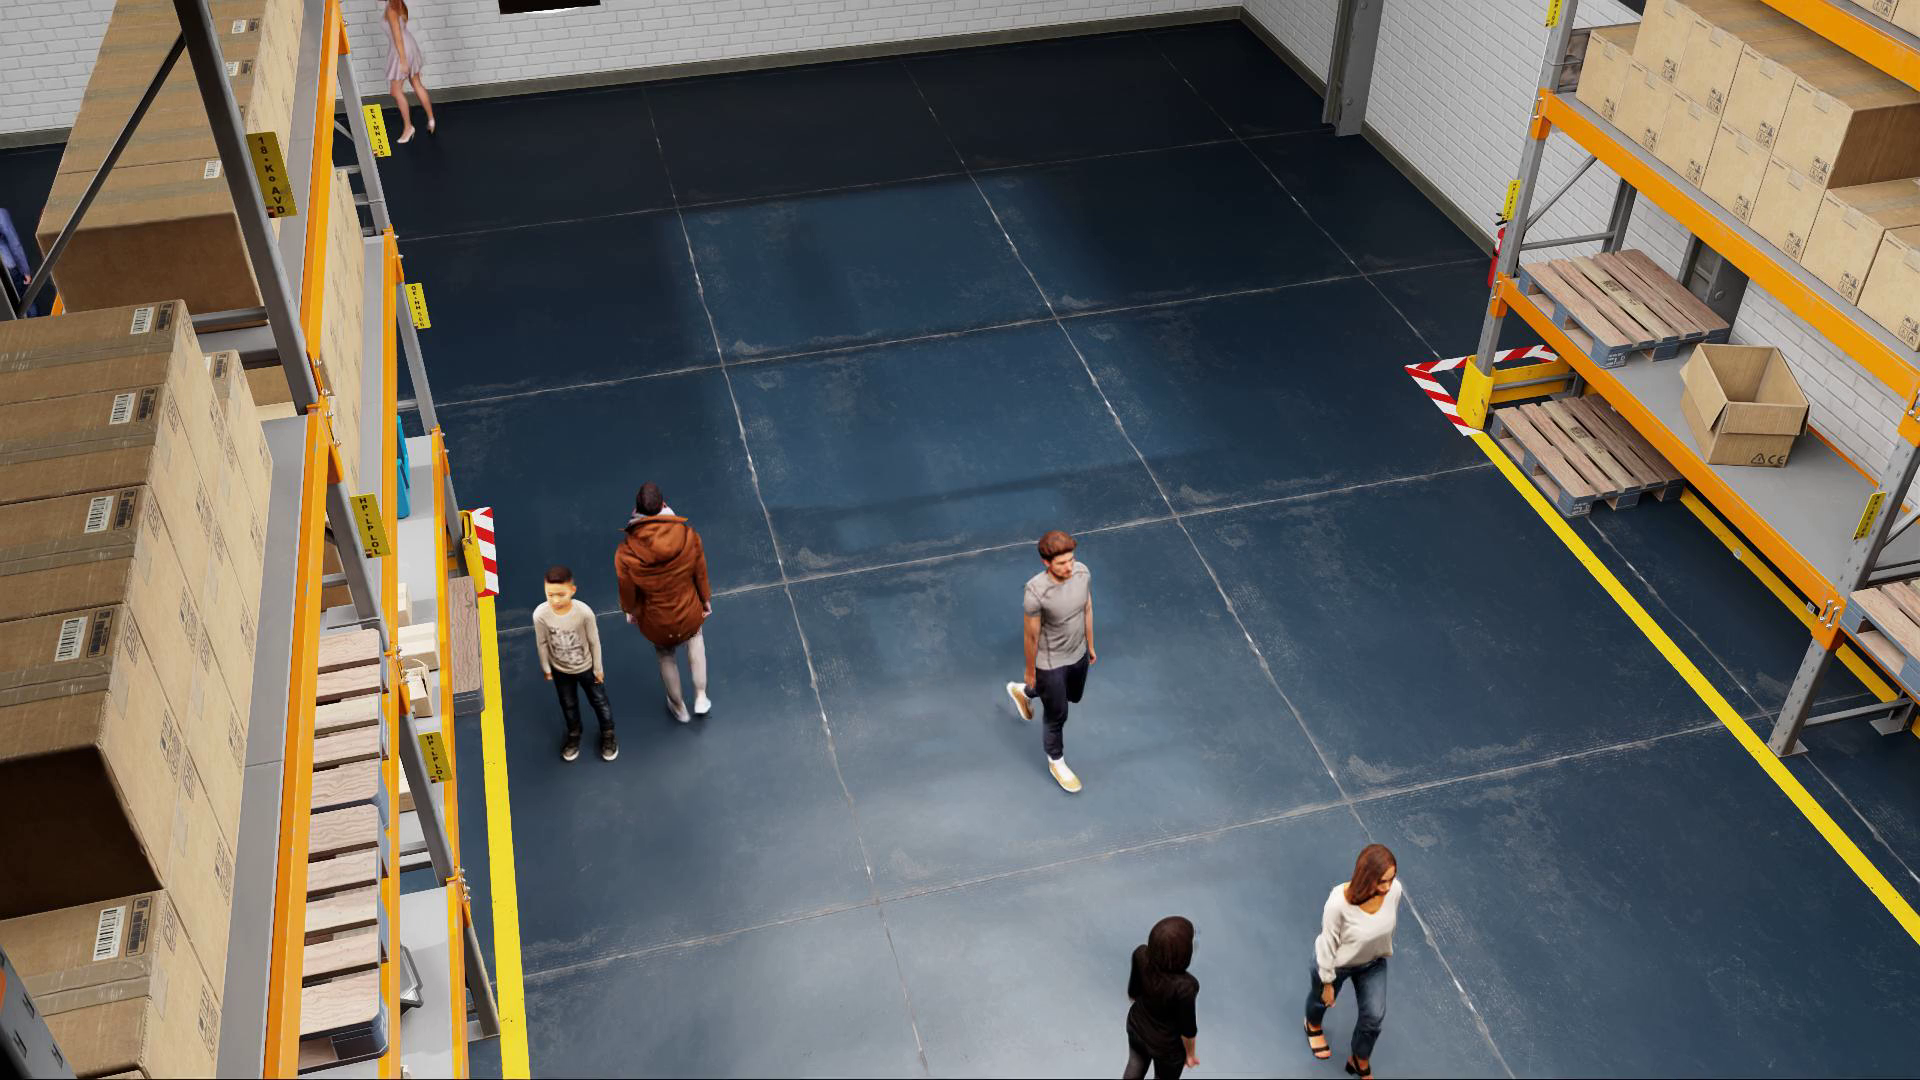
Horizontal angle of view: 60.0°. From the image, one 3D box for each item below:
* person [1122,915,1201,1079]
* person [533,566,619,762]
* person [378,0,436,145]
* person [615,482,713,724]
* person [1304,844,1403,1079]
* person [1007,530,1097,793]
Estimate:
[{"bbox_3d":[0.955,2.396,8.067,0.713,1.642,0.587,-28,47,-31],"label":"person"},{"bbox_3d":[-2.382,0.748,10.274,0.584,1.462,0.565,-1,39,-2],"label":"person"},{"bbox_3d":[-5.715,-4.981,17.219,0.805,1.747,0.640,3,39,4],"label":"person"},{"bbox_3d":[-1.777,0.477,10.326,0.738,1.822,0.710,-13,40,-16],"label":"person"},{"bbox_3d":[1.933,2.066,8.462,0.612,1.665,0.744,-9,40,-12],"label":"person"},{"bbox_3d":[0.544,0.648,10.068,0.917,1.876,1.122,-26,46,-29],"label":"person"}]
